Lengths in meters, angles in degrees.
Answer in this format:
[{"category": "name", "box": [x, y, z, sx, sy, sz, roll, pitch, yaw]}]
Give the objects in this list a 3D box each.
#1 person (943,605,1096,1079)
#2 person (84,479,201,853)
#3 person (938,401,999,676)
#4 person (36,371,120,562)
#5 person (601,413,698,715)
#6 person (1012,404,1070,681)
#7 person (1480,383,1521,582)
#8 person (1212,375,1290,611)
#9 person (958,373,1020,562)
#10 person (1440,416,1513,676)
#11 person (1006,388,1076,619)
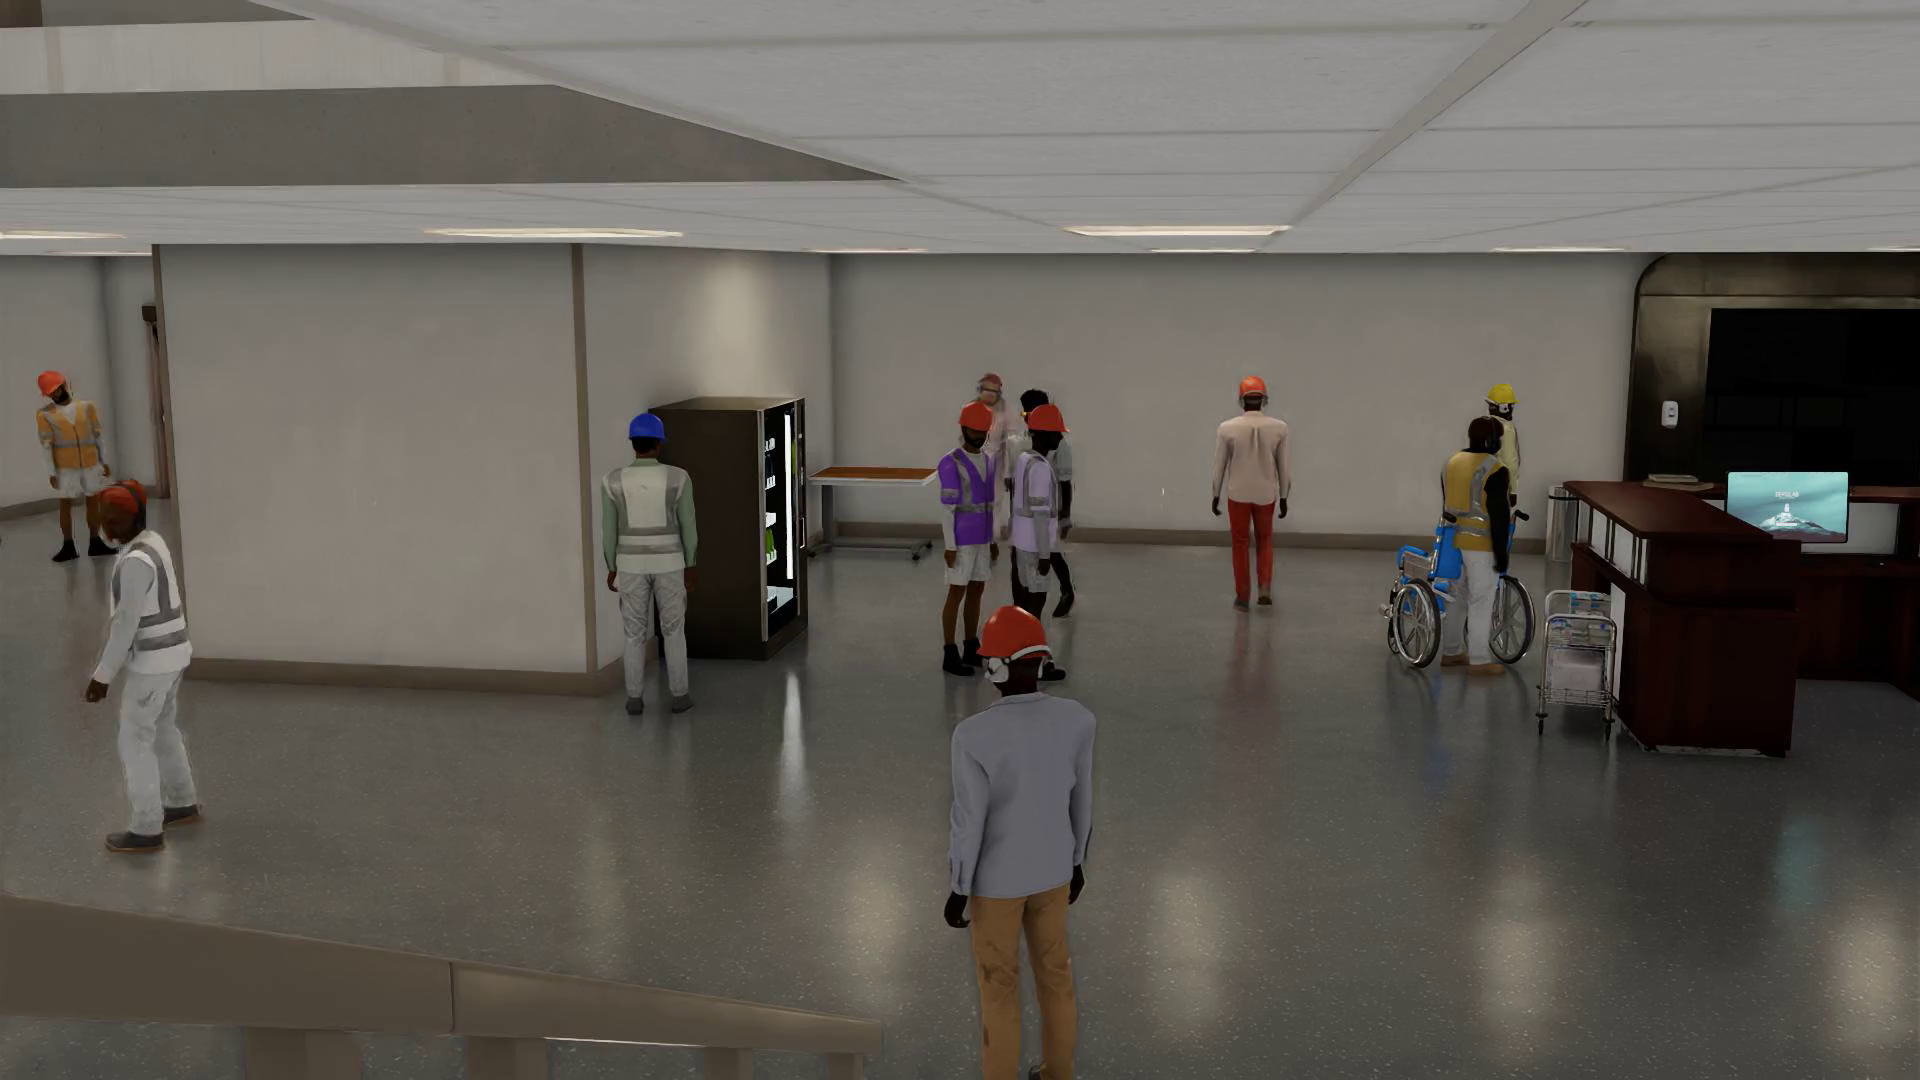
[{"category": "person", "box": [0.182, 1.082, 5.557, 0.575, 1.747, 0.341, -6, 11, -34]}, {"category": "person", "box": [-4.027, 0.608, 8.181, 0.452, 1.852, 0.629, -3, 10, -19]}, {"category": "person", "box": [0.093, -0.016, 11.766, 0.374, 1.934, 0.548, 8, 12, 40]}, {"category": "person", "box": [-8.665, -0.729, 16.384, 0.365, 1.895, 0.696, 9, 13, 43]}, {"category": "person", "box": [-1.981, 0.160, 10.668, 0.602, 1.938, 0.401, -1, 9, -5]}, {"category": "person", "box": [0.564, 0.018, 11.583, 0.388, 1.931, 0.543, -2, 9, -10]}, {"category": "person", "box": [4.866, -0.502, 15.079, 0.404, 1.831, 0.600, -3, 10, -17]}, {"category": "person", "box": [2.420, -0.382, 13.904, 0.629, 1.978, 0.435, 0, 9, -2]}, {"category": "person", "box": [0.272, -0.690, 16.145, 0.684, 1.866, 0.501, 5, 10, 27]}, {"category": "person", "box": [3.657, 0.039, 11.760, 0.429, 1.835, 0.629, -4, 10, -21]}, {"category": "person", "box": [0.654, -0.262, 13.320, 0.613, 1.930, 0.960, 6, 11, 31]}]
